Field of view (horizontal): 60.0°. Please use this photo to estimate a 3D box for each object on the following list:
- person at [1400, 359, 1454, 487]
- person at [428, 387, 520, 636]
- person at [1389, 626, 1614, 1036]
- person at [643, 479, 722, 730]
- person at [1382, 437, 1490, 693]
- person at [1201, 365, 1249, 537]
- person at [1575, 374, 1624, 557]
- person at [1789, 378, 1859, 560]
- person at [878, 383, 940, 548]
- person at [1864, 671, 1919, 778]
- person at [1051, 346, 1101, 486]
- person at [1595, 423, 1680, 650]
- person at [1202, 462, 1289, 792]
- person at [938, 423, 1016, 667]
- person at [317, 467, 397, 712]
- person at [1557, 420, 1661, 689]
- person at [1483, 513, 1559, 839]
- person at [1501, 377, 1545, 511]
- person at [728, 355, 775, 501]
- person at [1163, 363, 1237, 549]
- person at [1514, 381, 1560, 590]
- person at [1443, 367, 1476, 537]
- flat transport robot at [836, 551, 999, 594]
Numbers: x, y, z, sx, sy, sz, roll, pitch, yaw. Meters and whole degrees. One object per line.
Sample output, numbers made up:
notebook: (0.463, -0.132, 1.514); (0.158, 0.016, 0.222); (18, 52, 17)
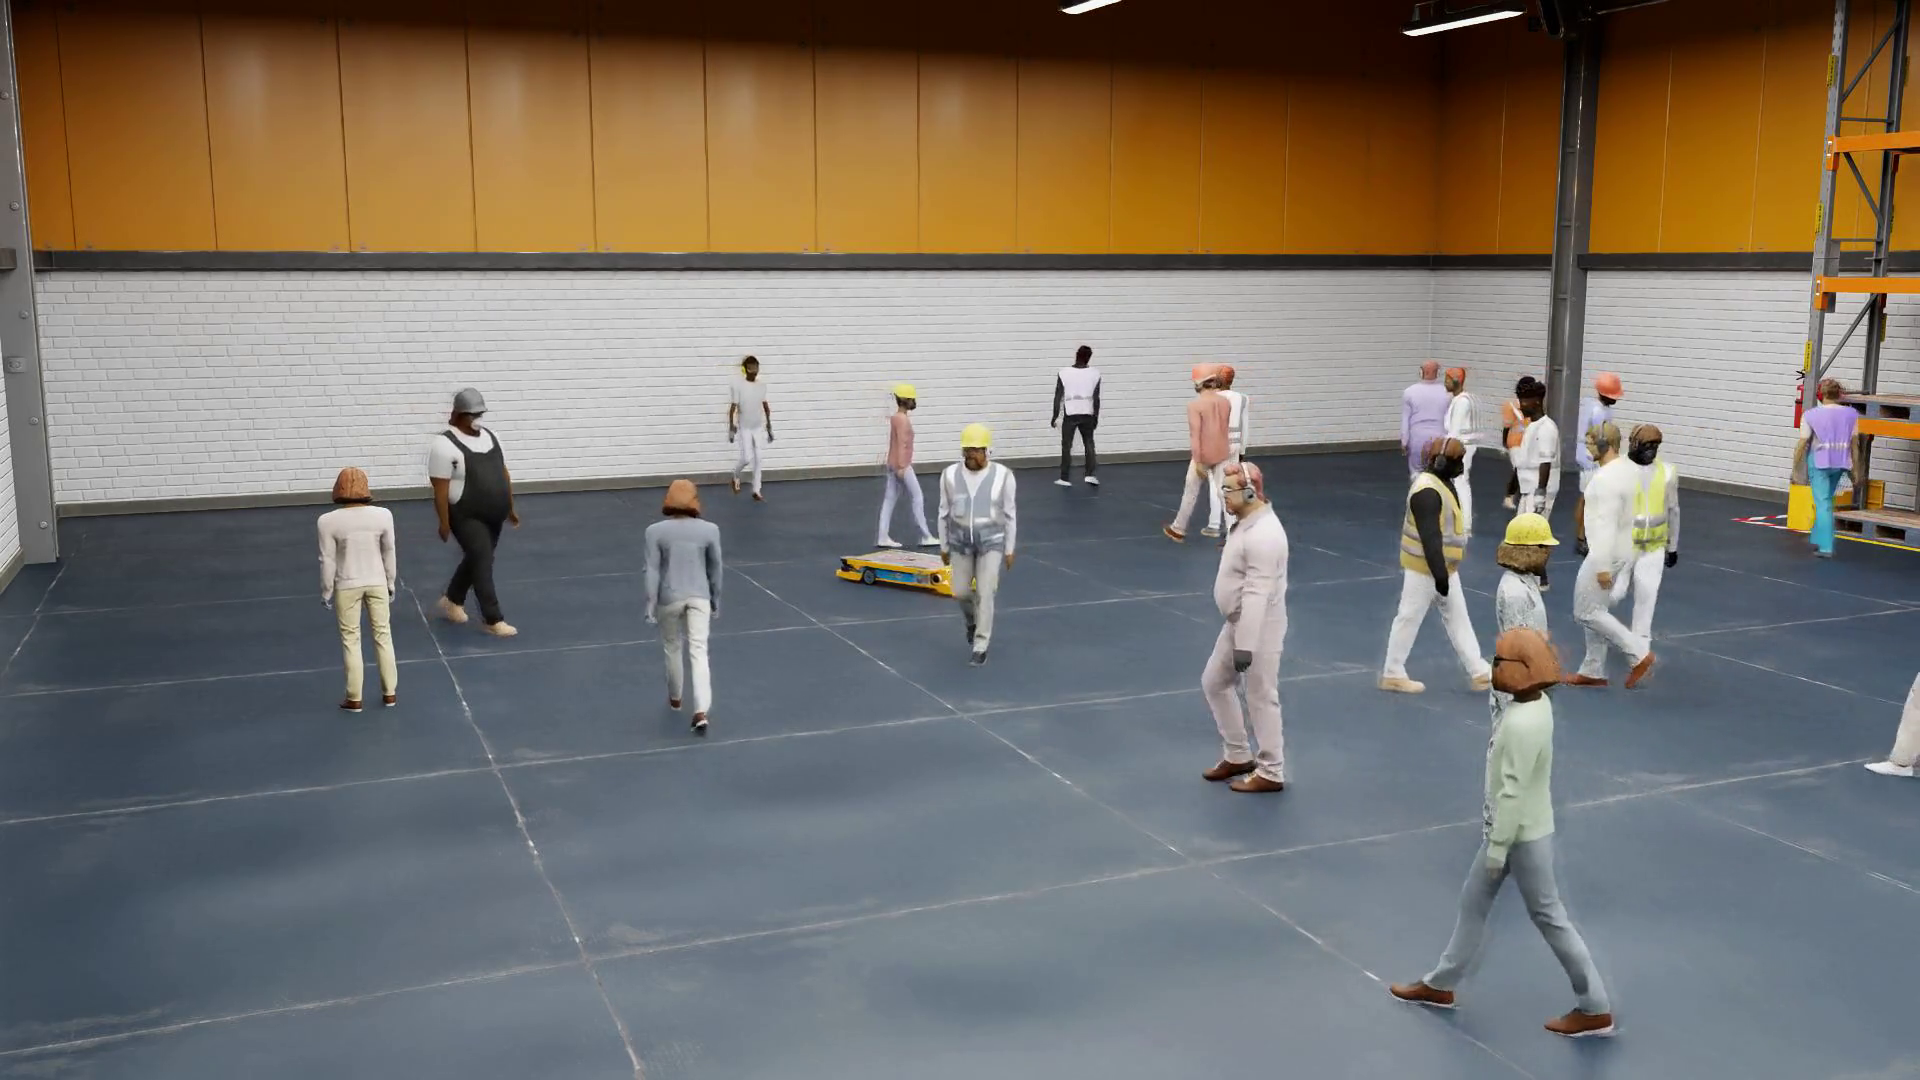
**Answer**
person: (5.458, -1.169, 19.393); (0.657, 1.884, 0.725); (1, 9, 7)
person: (-3.983, -0.275, 13.509); (0.976, 2.000, 0.678); (5, 11, 27)
person: (2.156, 1.119, 6.428); (0.841, 1.589, 0.512); (3, 10, 19)
person: (-1.785, 0.412, 10.765); (0.528, 1.581, 0.908); (-3, 10, -15)
person: (3.362, 0.197, 11.391); (0.933, 1.795, 0.641); (5, 11, 28)
person: (2.882, -0.972, 18.208); (0.574, 1.884, 0.356); (-4, 10, -22)
person: (6.529, -0.776, 17.058); (0.374, 1.889, 0.708); (2, 10, 12)
person: (8.766, -0.740, 16.985); (0.606, 1.813, 0.854); (-1, 9, -4)
person: (-0.507, -0.771, 17.426); (0.807, 1.732, 0.543); (-2, 10, -14)
person: (5.720, 0.615, 9.430); (0.504, 1.605, 0.835); (-9, 13, -44)
person: (1.569, -1.657, 22.375); (0.669, 1.891, 0.390); (-1, 9, -8)
person: (5.018, 0.014, 12.471); (0.671, 1.813, 0.696); (0, 9, 1)
person: (1.573, 0.498, 9.293); (0.606, 1.878, 0.664); (0, 9, 1)
person: (0.137, 0.013, 12.459); (0.596, 1.816, 0.585); (2, 10, 13)
person: (-4.003, 0.328, 11.081); (0.500, 1.634, 0.286); (-6, 11, -34)
person: (4.508, 0.128, 11.485); (0.569, 1.911, 0.632); (5, 11, 27)
person: (2.809, 0.726, 8.346); (0.295, 1.744, 0.485); (3, 10, 18)
person: (6.731, -1.128, 19.853); (0.545, 1.651, 0.868); (-3, 10, -16)
person: (-2.666, -1.417, 21.021); (0.555, 1.849, 0.476); (-7, 12, -36)
person: (2.583, -0.883, 17.477); (0.605, 1.931, 1.074); (-5, 11, -28)
person: (5.133, -0.455, 14.897); (0.429, 1.946, 0.626); (1, 9, 5)
person: (5.388, -0.953, 18.157); (0.556, 1.867, 0.598); (1, 9, 7)
flat transport robot: (-0.403, 0.282, 15.482); (1.431, 0.197, 0.652); (7, 12, 36)
